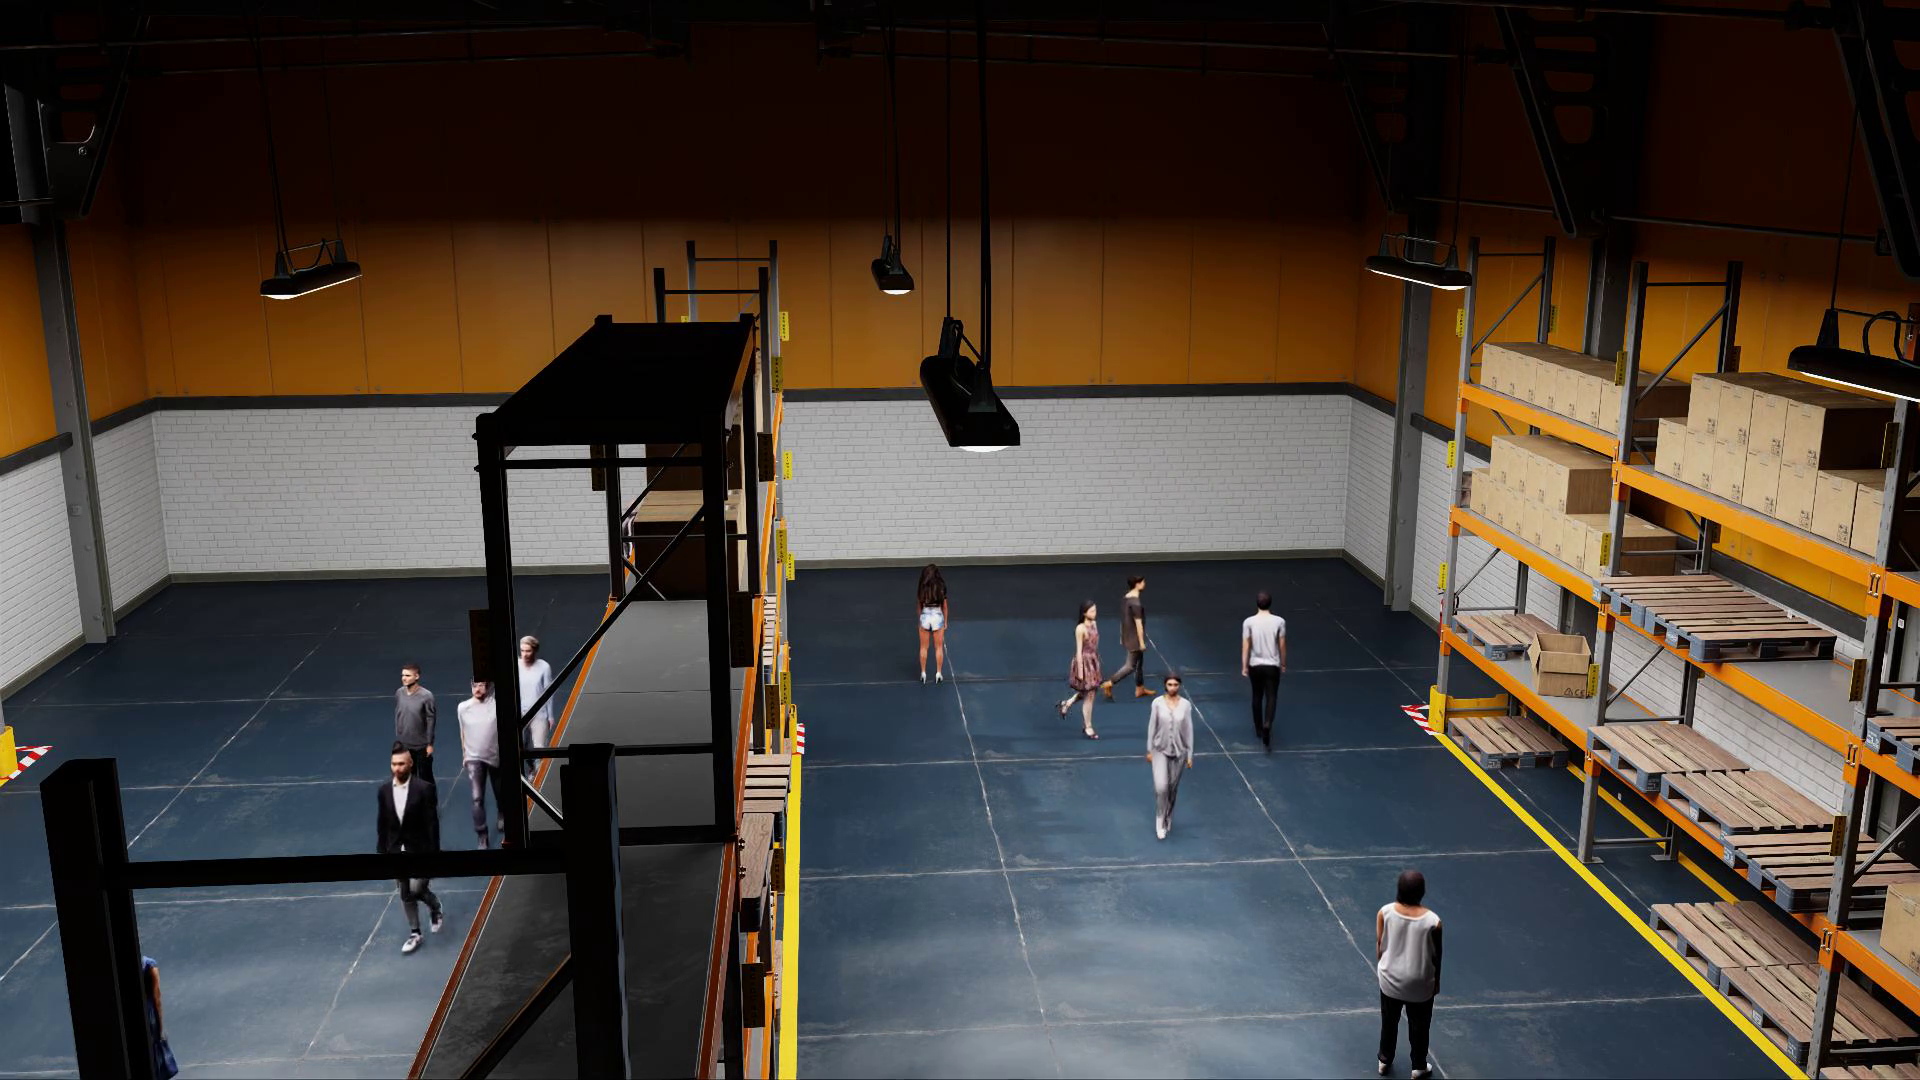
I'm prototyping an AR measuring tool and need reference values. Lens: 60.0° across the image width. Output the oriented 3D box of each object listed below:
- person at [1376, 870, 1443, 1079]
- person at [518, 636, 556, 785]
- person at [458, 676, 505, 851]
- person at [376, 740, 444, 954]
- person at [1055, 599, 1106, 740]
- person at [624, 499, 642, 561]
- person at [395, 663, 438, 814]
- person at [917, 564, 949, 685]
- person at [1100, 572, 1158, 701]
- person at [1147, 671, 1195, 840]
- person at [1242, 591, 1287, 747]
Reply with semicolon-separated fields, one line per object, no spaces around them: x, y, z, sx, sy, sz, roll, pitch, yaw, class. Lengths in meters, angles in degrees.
3.455;3.342;12.846;0.766;1.687;0.797;8;16;29;person
-4.668;1.933;18.256;0.707;1.879;0.916;0;14;1;person
-4.861;2.235;17.159;0.703;1.808;1.177;-2;14;-8;person
-4.911;2.703;14.949;0.805;1.939;0.867;2;14;8;person
1.450;1.555;20.076;0.950;1.757;0.925;7;15;28;person
-4.874;0.272;25.204;0.804;1.837;0.648;4;14;16;person
-5.767;2.147;17.626;0.688;1.760;0.662;4;14;16;person
-0.378;1.118;22.172;0.583;1.621;0.598;1;14;3;person
2.157;1.263;21.427;0.713;1.690;0.969;-2;14;-8;person
2.191;2.198;17.425;0.675;1.756;0.792;1;14;2;person
3.645;1.551;19.908;0.892;1.844;1.144;3;14;11;person
